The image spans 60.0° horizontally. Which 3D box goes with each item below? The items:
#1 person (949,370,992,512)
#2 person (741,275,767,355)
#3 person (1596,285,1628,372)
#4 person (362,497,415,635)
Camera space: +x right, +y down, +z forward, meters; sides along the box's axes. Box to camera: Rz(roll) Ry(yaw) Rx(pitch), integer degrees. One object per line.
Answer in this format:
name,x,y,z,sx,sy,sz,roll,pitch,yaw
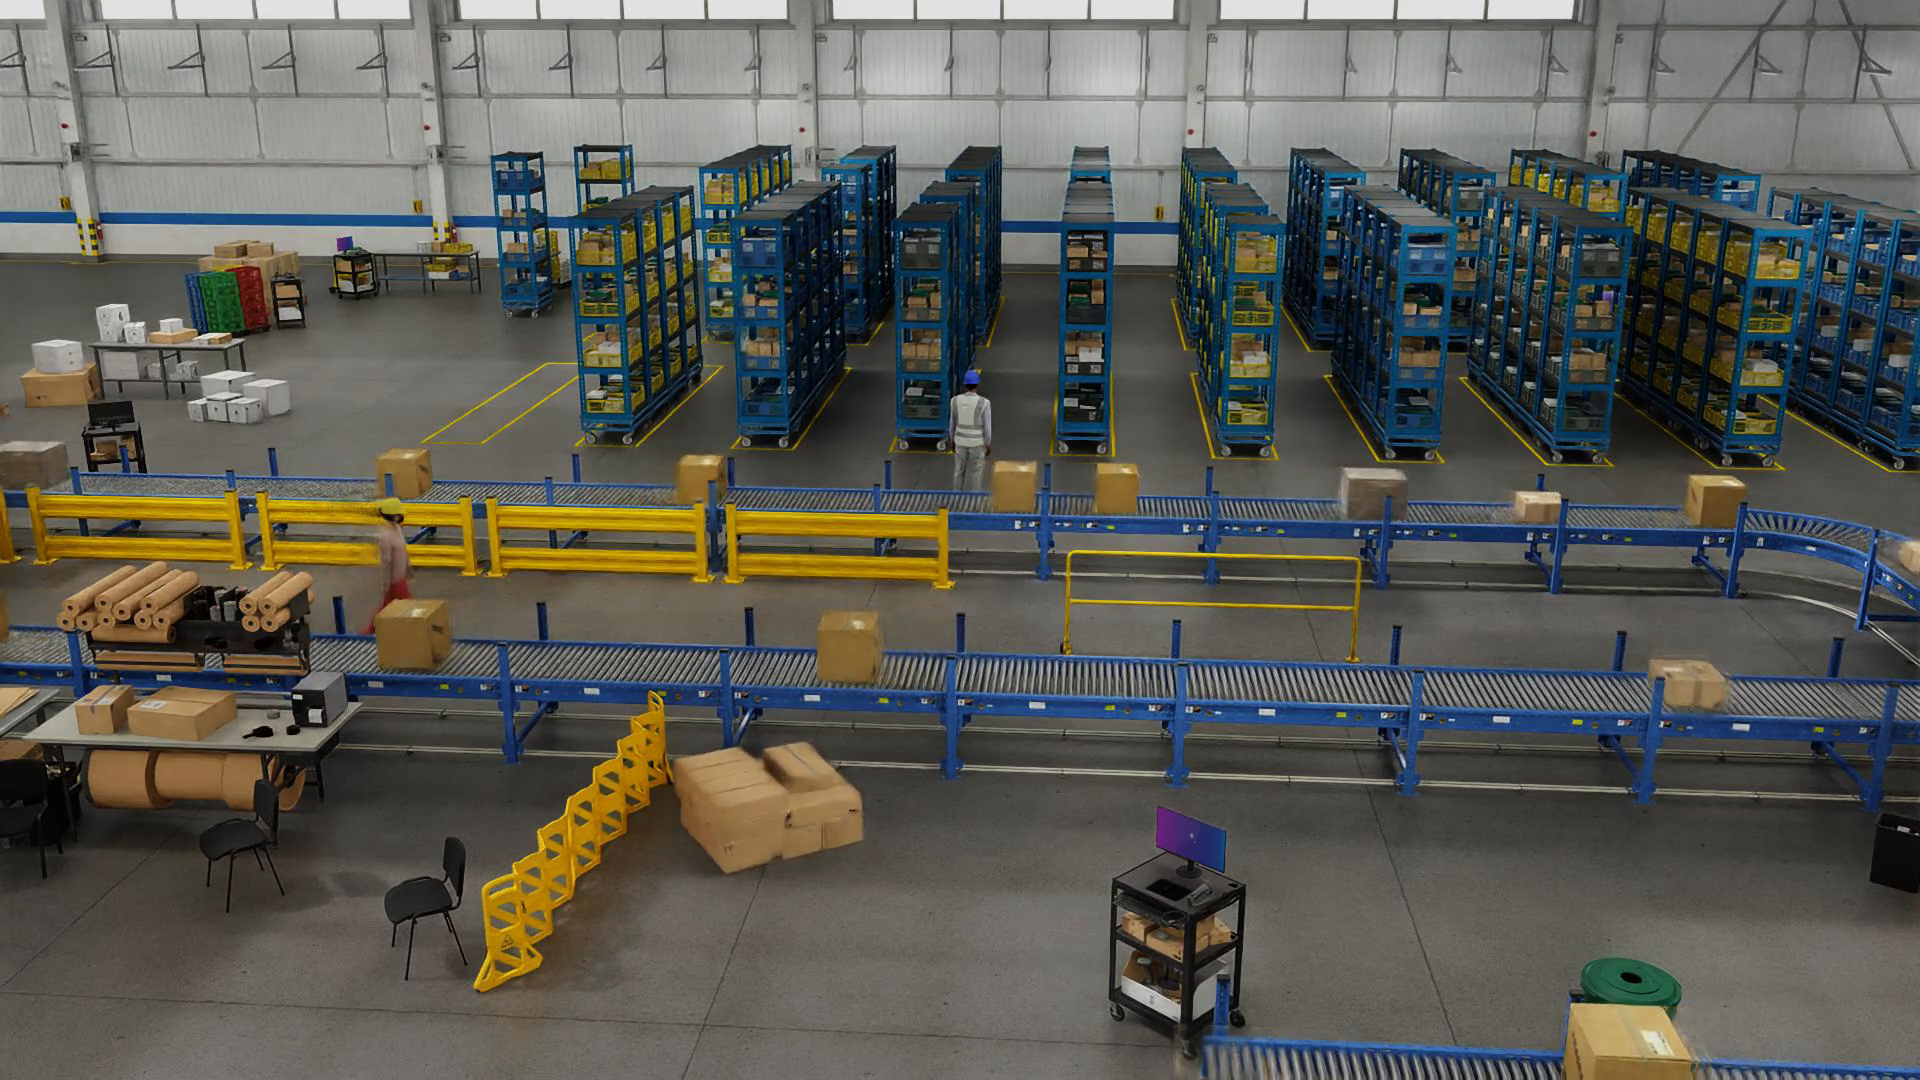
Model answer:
person,0.144,-1.355,22.710,0.623,1.935,0.436,9,20,26
person,-3.934,-4.496,32.916,0.945,1.779,0.616,-2,18,-7
person,12.270,-4.034,31.362,0.563,1.838,0.380,10,20,28
person,-5.989,0.376,17.544,0.905,1.724,0.533,-2,18,-5
